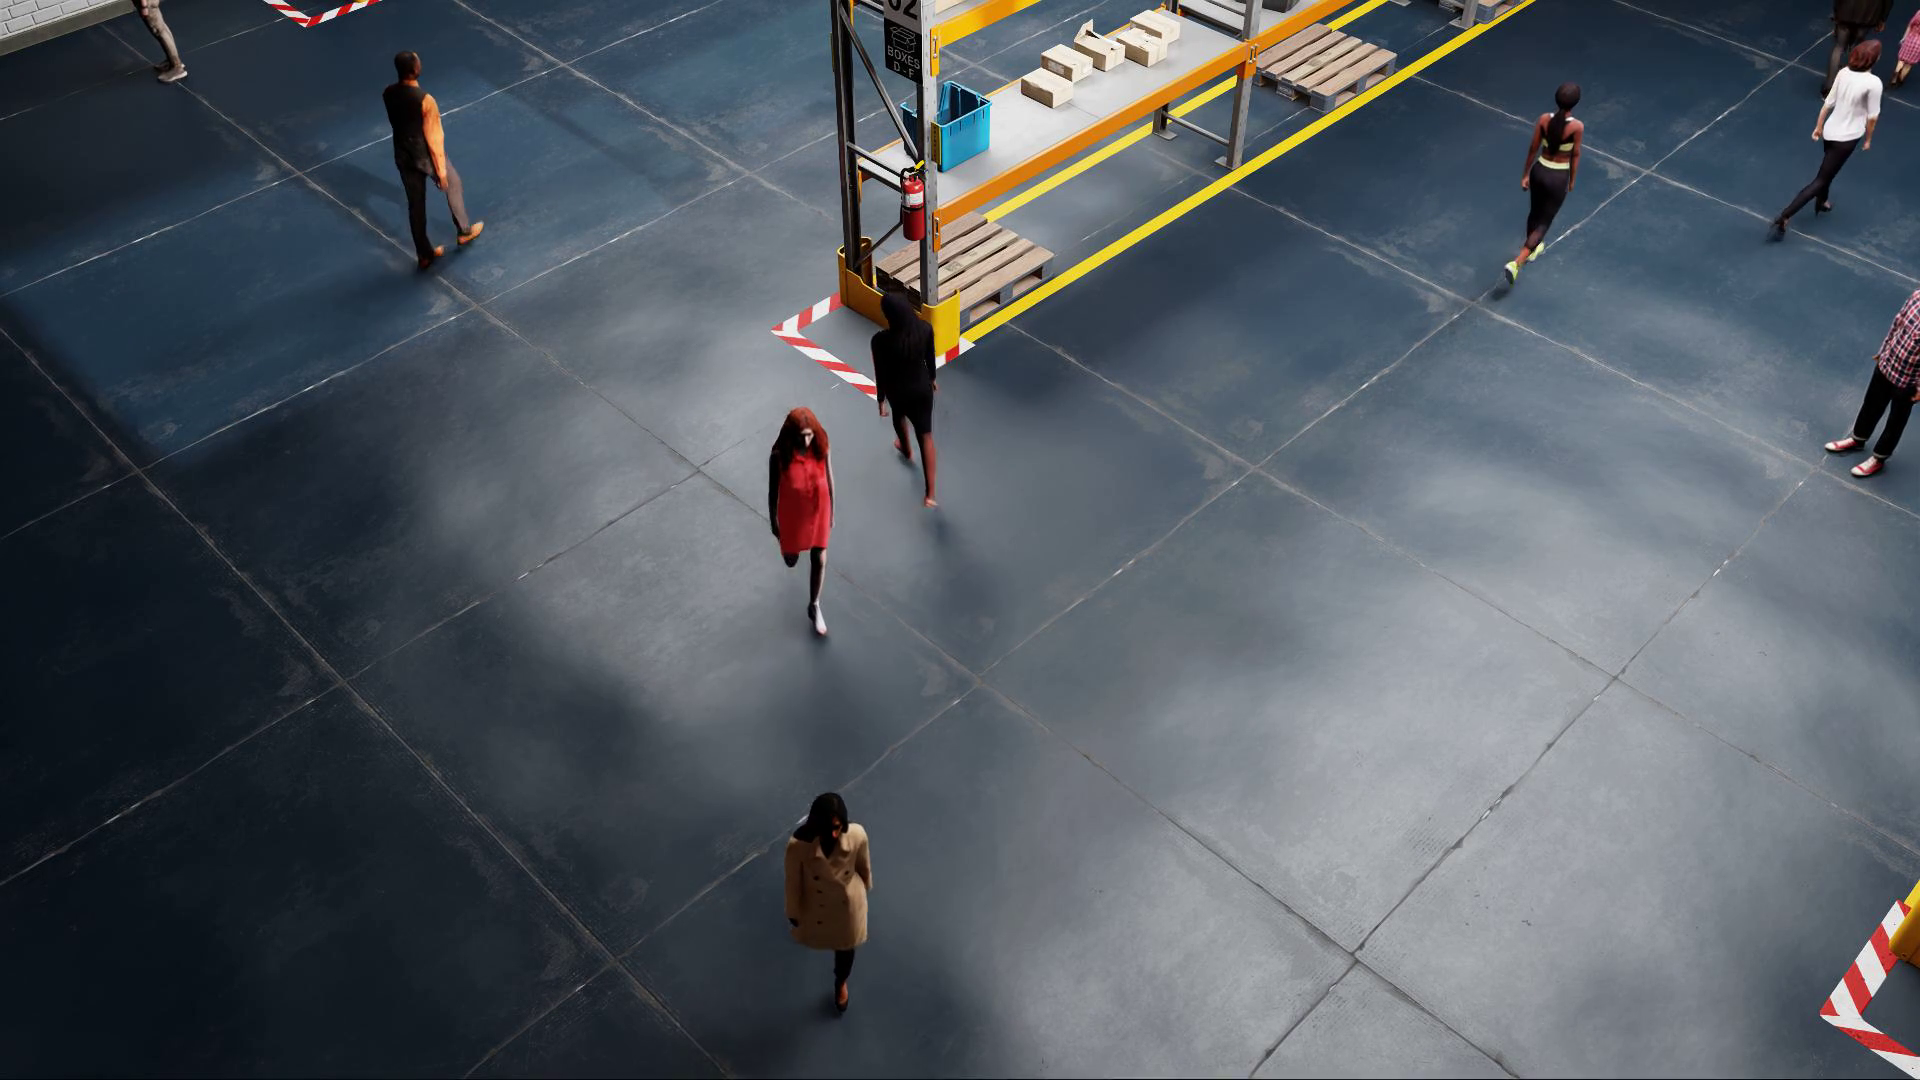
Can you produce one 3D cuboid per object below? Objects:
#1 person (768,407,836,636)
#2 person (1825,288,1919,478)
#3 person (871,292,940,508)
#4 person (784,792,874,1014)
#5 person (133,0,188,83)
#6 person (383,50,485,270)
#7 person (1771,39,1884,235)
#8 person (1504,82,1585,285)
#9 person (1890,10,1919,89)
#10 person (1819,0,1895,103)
[{"bbox_3d":[-1.042,-0.199,10.916,0.982,1.807,0.903,-14,45,-14],"label":"person"},{"bbox_3d":[6.864,-1.251,12.054,0.776,1.761,0.781,-10,45,-10],"label":"person"},{"bbox_3d":[-0.347,-0.983,11.841,1.242,1.667,1.158,-7,44,-7],"label":"person"},{"bbox_3d":[-0.711,1.849,8.869,0.941,1.667,0.968,-7,44,-7],"label":"person"},{"bbox_3d":[-8.057,-5.375,16.463,0.660,1.651,0.657,-15,46,-15],"label":"person"},{"bbox_3d":[-4.578,-3.133,13.945,0.956,1.877,1.100,13,45,13],"label":"person"},{"bbox_3d":[7.507,-3.412,14.327,1.199,1.754,0.869,-18,46,-18],"label":"person"},{"bbox_3d":[4.868,-2.940,13.849,0.606,1.731,1.080,30,51,28],"label":"person"},{"bbox_3d":[9.458,-4.938,16.466,0.448,1.015,0.432,31,52,29],"label":"person"},{"bbox_3d":[8.645,-5.005,15.974,0.855,1.790,0.922,10,45,11],"label":"person"}]
